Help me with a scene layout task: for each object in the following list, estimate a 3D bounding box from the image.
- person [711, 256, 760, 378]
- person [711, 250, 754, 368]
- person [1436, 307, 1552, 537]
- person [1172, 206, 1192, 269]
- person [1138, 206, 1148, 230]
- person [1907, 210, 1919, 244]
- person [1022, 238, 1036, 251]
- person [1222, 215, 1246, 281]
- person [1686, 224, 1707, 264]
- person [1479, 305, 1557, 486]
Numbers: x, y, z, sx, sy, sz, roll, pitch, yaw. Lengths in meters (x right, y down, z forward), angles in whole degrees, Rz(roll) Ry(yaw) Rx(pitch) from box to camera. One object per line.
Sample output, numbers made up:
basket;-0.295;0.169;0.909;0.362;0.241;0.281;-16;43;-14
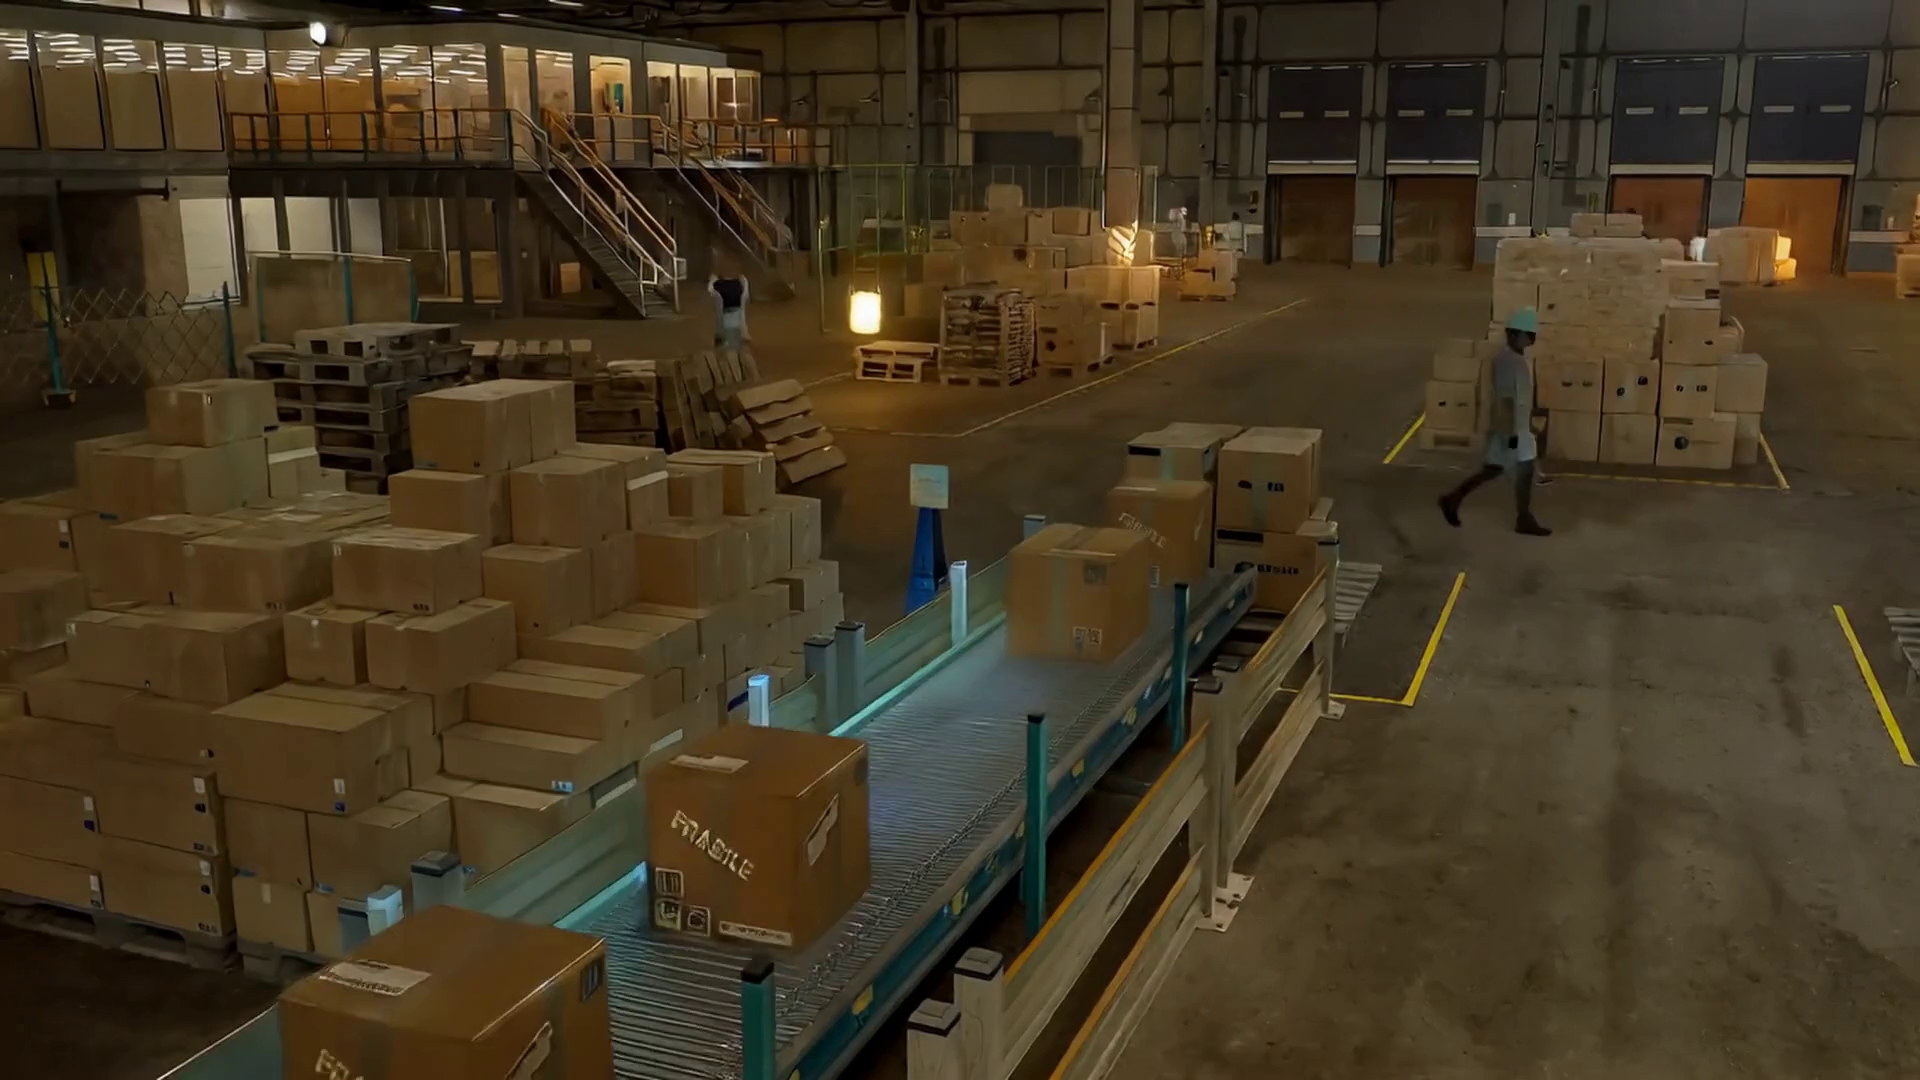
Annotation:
person;-3.018;-2.811;22.027;0.740;1.896;0.600;8;15;31
person;-3.137;-3.059;23.098;0.611;1.906;0.957;-11;16;-39
person;4.488;-0.986;13.830;0.875;1.908;0.548;9;15;35
person;6.825;-9.307;51.144;0.612;1.902;0.946;2;13;7
person;5.637;-9.431;51.646;0.945;1.942;0.641;-10;16;-38
person;25.817;-7.949;44.989;0.357;1.930;0.587;1;13;6
person;1.307;-4.819;31.399;0.442;1.727;0.496;-7;14;-28
person;7.449;-7.955;45.327;0.639;1.801;0.944;-2;13;-8
person;15.869;-5.884;35.917;0.511;1.855;0.448;-6;14;-23
person;5.407;-1.374;15.930;0.840;1.726;0.557;7;14;29
